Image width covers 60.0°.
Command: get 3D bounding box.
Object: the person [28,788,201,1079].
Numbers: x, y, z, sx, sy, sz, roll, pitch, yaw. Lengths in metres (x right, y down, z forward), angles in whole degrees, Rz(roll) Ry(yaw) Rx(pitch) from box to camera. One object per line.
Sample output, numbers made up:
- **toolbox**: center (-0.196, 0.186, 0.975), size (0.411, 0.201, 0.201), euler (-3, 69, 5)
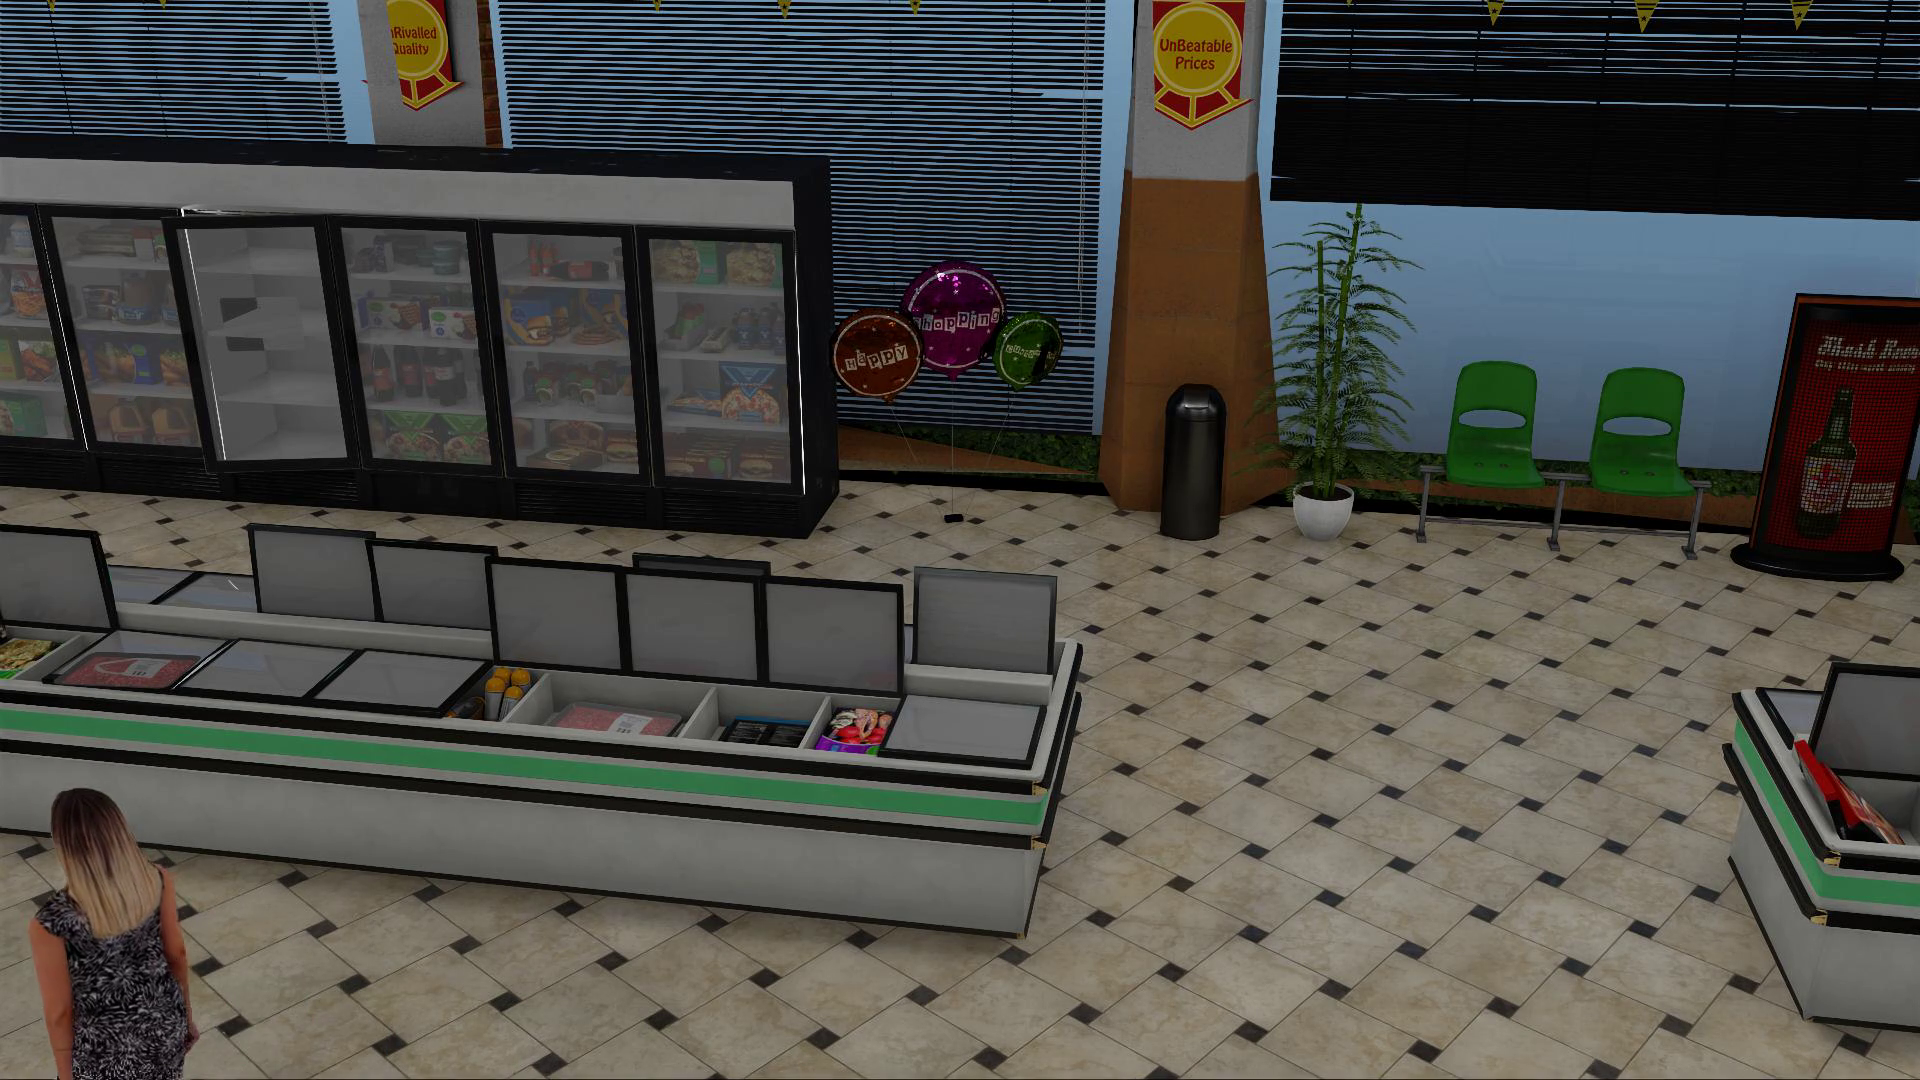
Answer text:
- **person**: center (-2.318, 1.506, 4.735), size (0.923, 1.685, 0.776), euler (14, 26, 31)
